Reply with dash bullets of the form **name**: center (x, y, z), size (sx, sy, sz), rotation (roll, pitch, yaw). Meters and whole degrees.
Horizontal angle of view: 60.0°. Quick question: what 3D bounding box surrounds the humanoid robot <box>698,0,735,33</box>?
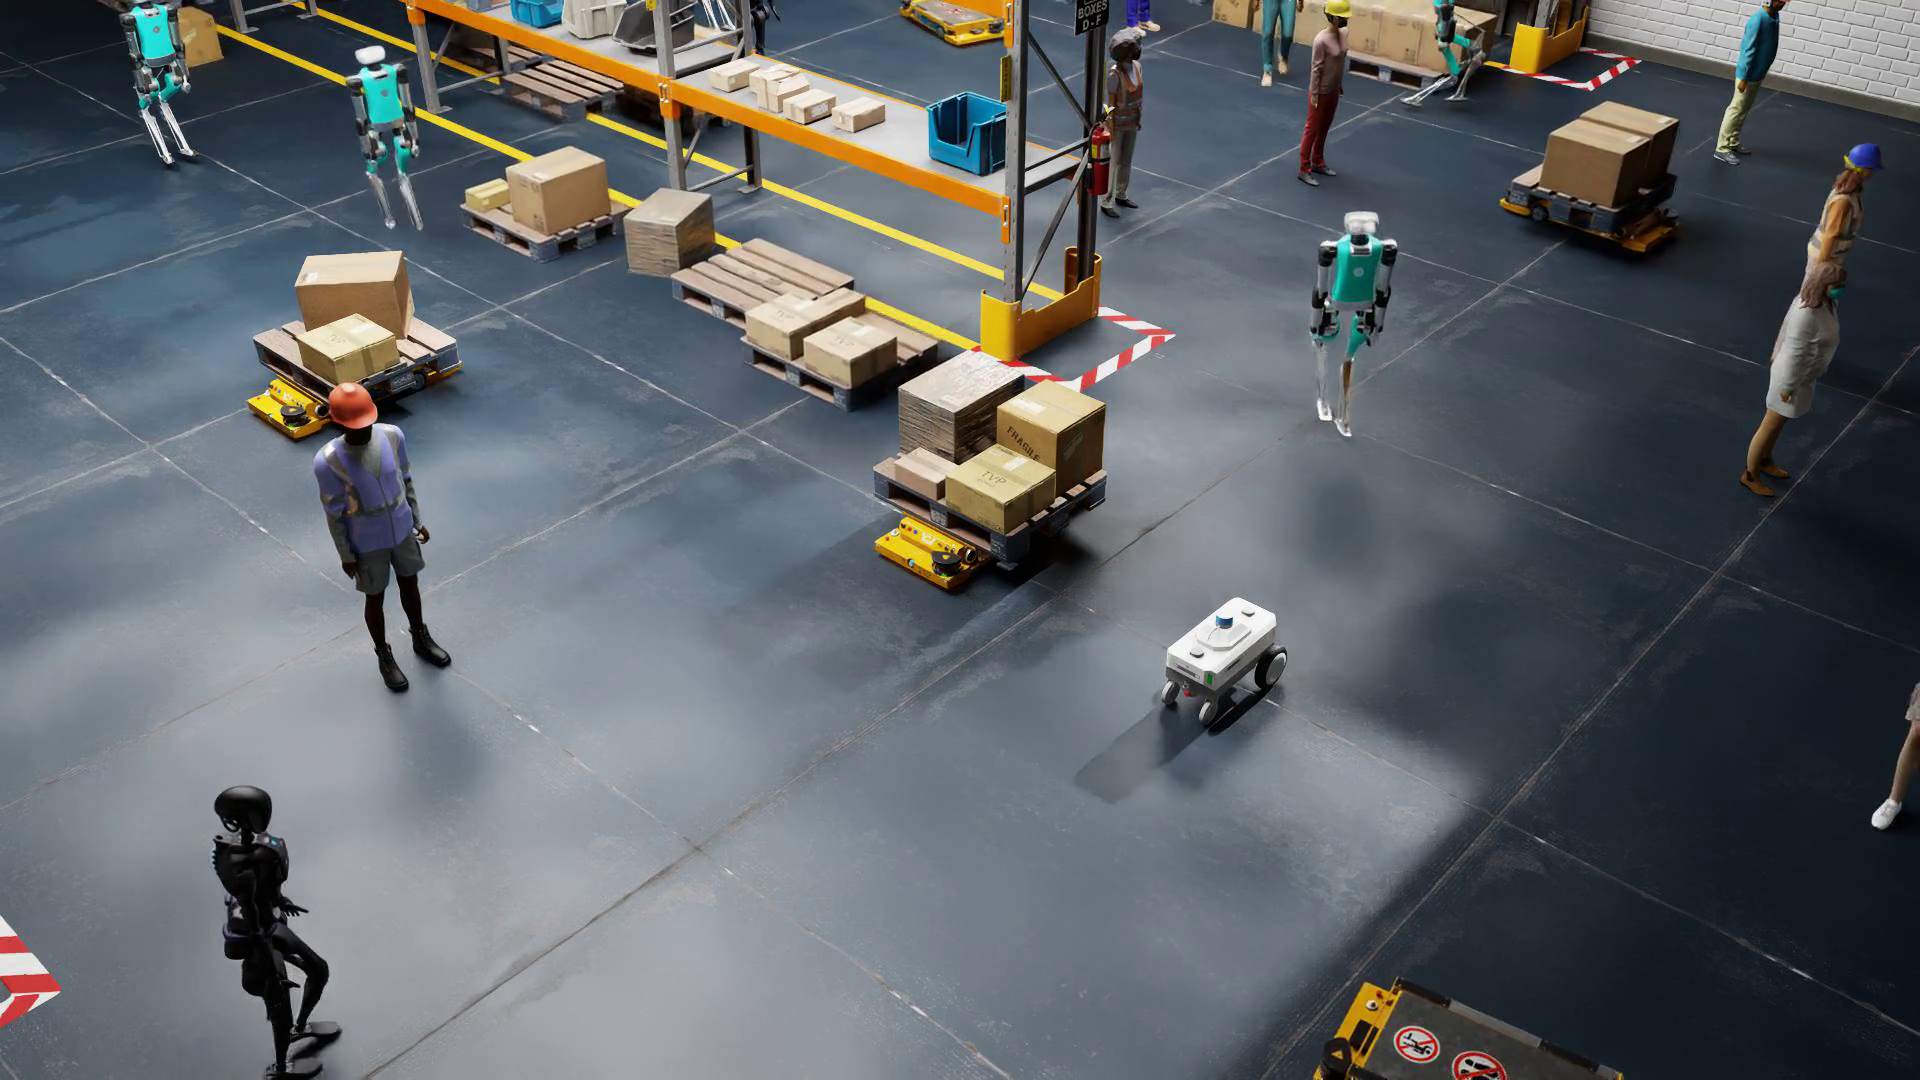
- **humanoid robot**: center (-2.809, -6.679, 19.076), size (0.735, 1.677, 0.533), rotation (27, 43, 33)

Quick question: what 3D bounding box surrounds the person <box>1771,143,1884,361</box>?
- **person**: center (6.571, -2.138, 12.603), size (0.332, 1.760, 0.543), rotation (19, 39, 25)

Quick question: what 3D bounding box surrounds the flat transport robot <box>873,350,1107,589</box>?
- **flat transport robot**: center (0.158, -0.172, 11.059), size (0.659, 0.231, 1.431), rotation (27, 43, 33)

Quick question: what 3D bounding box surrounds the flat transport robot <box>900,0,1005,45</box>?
- **flat transport robot**: center (-0.102, -6.215, 19.814), size (0.659, 0.231, 1.431), rotation (-18, 38, -24)

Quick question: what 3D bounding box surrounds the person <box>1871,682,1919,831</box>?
- **person**: center (5.192, 0.713, 8.550), size (0.477, 1.655, 0.802), rotation (28, 43, 34)

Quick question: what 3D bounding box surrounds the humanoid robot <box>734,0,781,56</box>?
- **humanoid robot**: center (-2.203, -5.680, 17.787), size (0.315, 1.657, 0.599), rotation (27, 43, 33)

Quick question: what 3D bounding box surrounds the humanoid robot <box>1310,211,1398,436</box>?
- **humanoid robot**: center (2.714, -1.594, 11.830), size (0.555, 1.785, 0.793), rotation (1, 35, 2)

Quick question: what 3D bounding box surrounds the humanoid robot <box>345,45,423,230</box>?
- **humanoid robot**: center (-5.115, -3.526, 14.651), size (0.556, 1.798, 0.822), rotation (-25, 42, -31)

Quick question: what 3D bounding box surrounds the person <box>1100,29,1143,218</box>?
- **person**: center (1.466, -3.768, 15.014), size (0.320, 1.690, 0.452), rotation (27, 43, 33)

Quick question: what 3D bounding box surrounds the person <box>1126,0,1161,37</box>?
- **person**: center (2.158, -6.865, 19.245), size (0.362, 1.987, 0.515), rotation (27, 43, 33)

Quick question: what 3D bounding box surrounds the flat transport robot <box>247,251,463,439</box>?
- **flat transport robot**: center (-4.566, -1.215, 12.570), size (0.659, 0.231, 1.431), rotation (27, 43, 33)

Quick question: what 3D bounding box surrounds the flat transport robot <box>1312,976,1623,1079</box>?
- **flat transport robot**: center (2.340, 2.435, 7.283), size (1.431, 0.231, 0.659), rotation (20, 39, 26)

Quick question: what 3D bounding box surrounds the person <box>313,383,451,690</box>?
- **person**: center (-3.260, -0.035, 9.393), size (0.354, 1.936, 0.550), rotation (27, 43, 33)

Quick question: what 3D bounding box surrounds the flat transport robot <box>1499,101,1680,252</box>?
- **flat transport robot**: center (5.731, -3.002, 15.160), size (1.431, 0.231, 0.659), rotation (29, 44, 35)

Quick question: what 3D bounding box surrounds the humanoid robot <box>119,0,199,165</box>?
- **humanoid robot**: center (-7.701, -4.467, 15.872), size (0.735, 1.677, 0.533), rotation (27, 43, 33)

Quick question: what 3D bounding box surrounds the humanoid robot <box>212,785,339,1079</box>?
- **humanoid robot**: center (-2.971, 1.698, 7.112), size (0.373, 1.636, 0.608), rotation (-10, 36, -14)

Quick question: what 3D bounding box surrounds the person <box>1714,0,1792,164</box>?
- **person**: center (7.685, -4.540, 16.079), size (0.330, 1.749, 0.571), rotation (27, 43, 33)

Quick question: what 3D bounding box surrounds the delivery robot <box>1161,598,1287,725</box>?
- **delivery robot**: center (1.506, 0.646, 9.597), size (0.499, 0.566, 0.739), rotation (27, 43, 33)

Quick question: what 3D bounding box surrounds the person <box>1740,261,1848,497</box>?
- **person**: center (5.624, -1.087, 11.158), size (0.335, 1.659, 0.495), rotation (27, 43, 33)

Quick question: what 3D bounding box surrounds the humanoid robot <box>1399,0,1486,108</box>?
- **humanoid robot**: center (5.119, -5.264, 17.146), size (0.963, 1.747, 0.546), rotation (4, 35, 6)

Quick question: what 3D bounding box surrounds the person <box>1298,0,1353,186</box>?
- **person**: center (3.453, -4.227, 15.616), size (0.309, 1.767, 0.531), rotation (27, 43, 33)

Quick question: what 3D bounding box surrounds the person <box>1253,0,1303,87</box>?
- **person**: center (3.420, -5.812, 17.838), size (0.537, 1.856, 0.454), rotation (7, 35, 10)
